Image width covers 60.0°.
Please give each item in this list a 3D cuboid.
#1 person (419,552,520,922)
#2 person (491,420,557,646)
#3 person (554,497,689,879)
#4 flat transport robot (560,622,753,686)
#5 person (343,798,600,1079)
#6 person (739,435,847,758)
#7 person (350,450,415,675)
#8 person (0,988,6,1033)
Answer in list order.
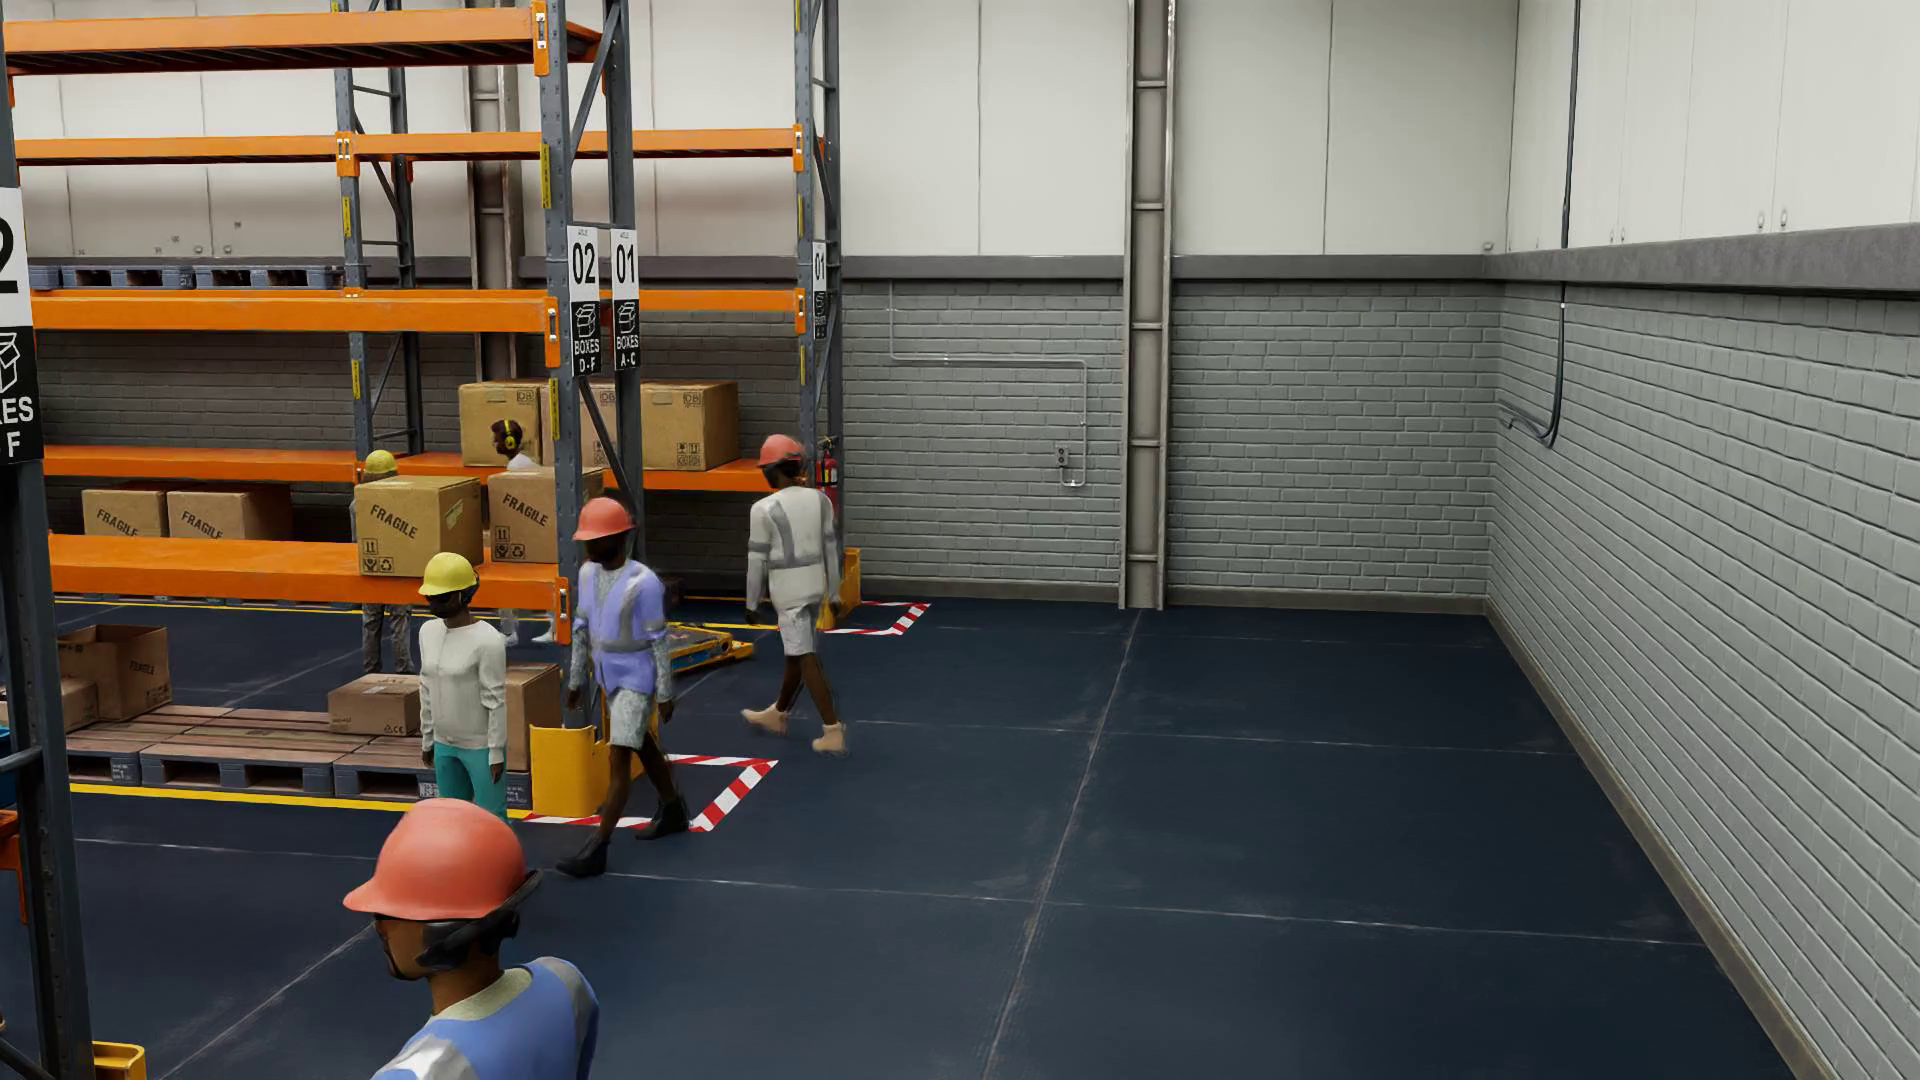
[{"bbox_3d":[-2.238,0.918,7.474,0.523,1.759,0.350,6,11,31],"label":"person"},{"bbox_3d":[-3.523,-0.034,13.163,0.789,1.825,0.597,0,9,-2],"label":"person"},{"bbox_3d":[-1.730,0.705,8.431,0.583,1.883,0.967,8,12,39],"label":"person"},{"bbox_3d":[-2.262,0.854,12.462,0.652,0.197,1.431,6,11,32],"label":"flat transport robot"},{"bbox_3d":[-0.914,1.474,3.128,0.371,2.044,0.615,3,10,16],"label":"person"},{"bbox_3d":[-1.049,0.339,10.383,0.991,1.987,0.627,8,12,39],"label":"person"},{"bbox_3d":[-4.049,0.232,11.759,0.487,1.746,0.288,2,9,14],"label":"person"},{"bbox_3d":[-3.974,0.996,6.297,0.613,1.987,0.405,1,9,8],"label":"person"}]
